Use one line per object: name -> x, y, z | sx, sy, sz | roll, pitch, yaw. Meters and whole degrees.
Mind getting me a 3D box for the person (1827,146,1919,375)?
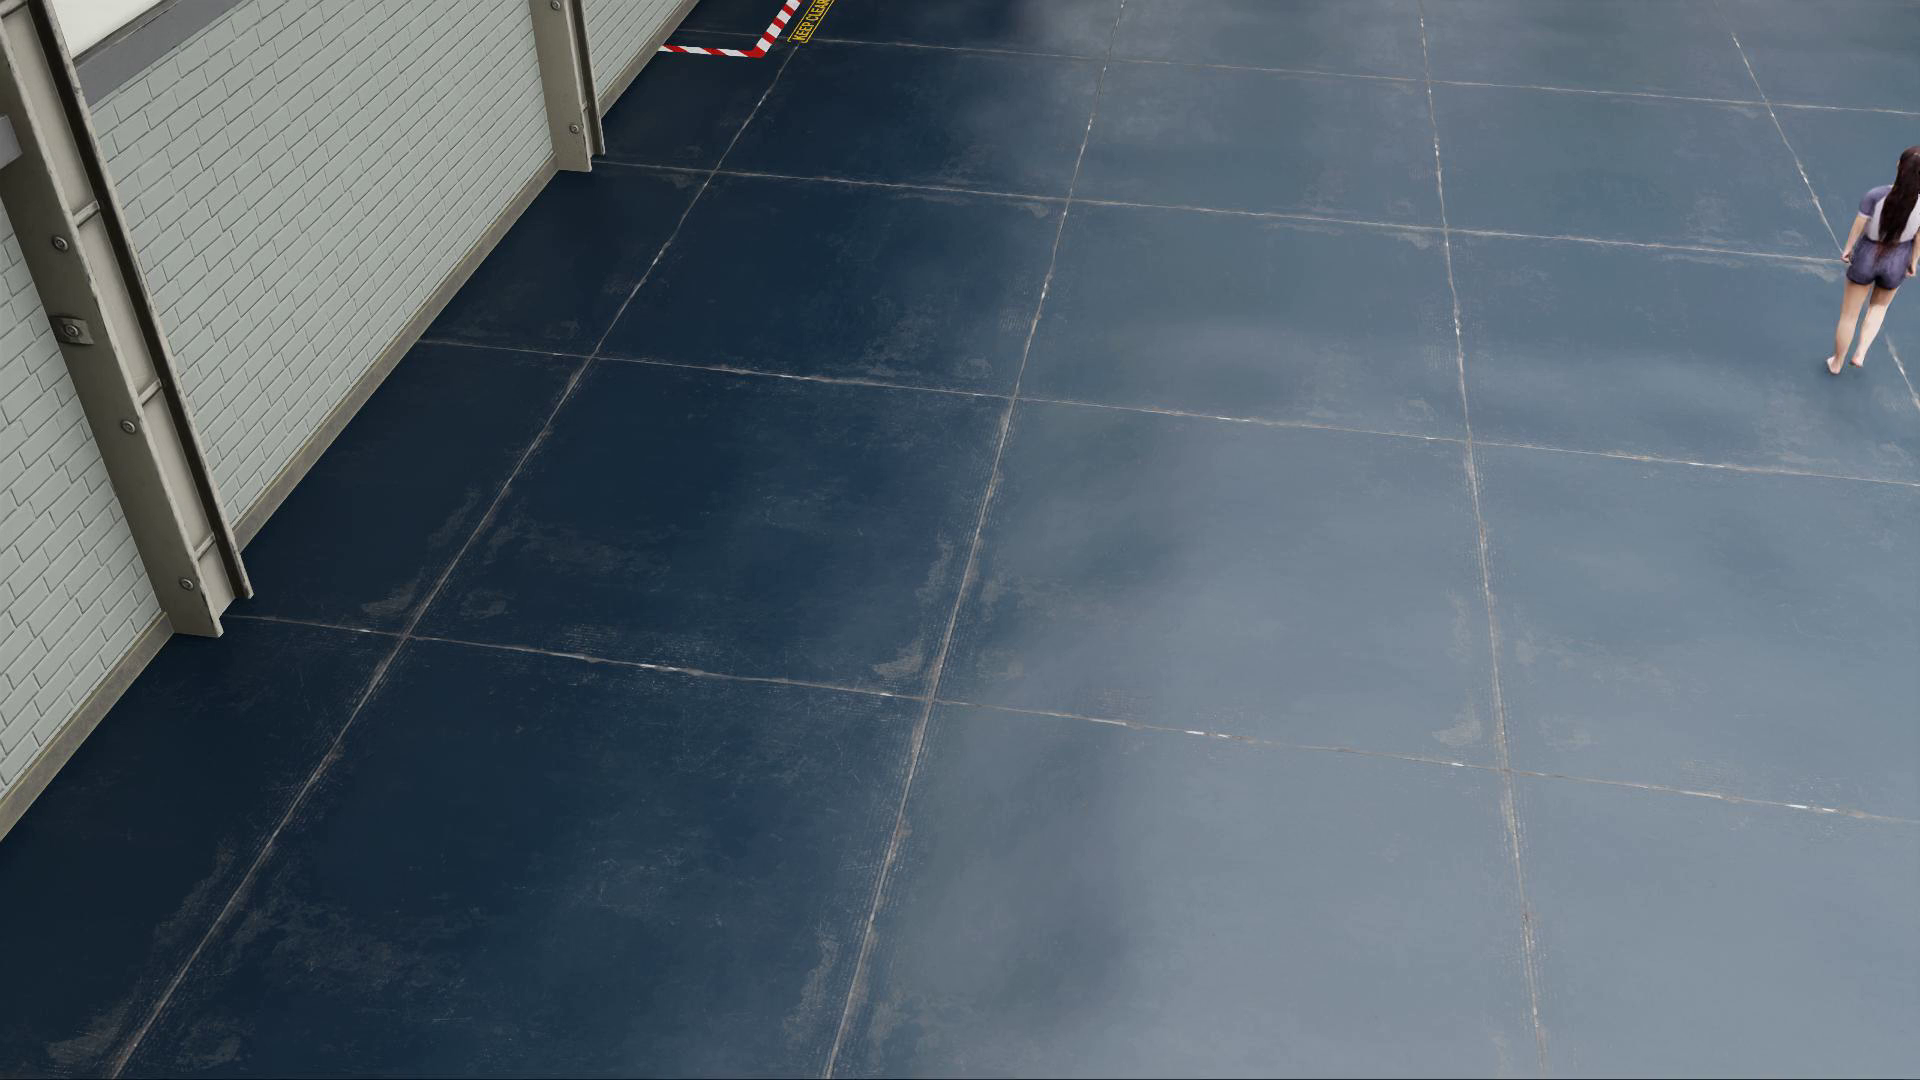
person -> 6.065, -1.779, 10.952 | 0.641, 1.642, 0.608 | 12, 40, 15
